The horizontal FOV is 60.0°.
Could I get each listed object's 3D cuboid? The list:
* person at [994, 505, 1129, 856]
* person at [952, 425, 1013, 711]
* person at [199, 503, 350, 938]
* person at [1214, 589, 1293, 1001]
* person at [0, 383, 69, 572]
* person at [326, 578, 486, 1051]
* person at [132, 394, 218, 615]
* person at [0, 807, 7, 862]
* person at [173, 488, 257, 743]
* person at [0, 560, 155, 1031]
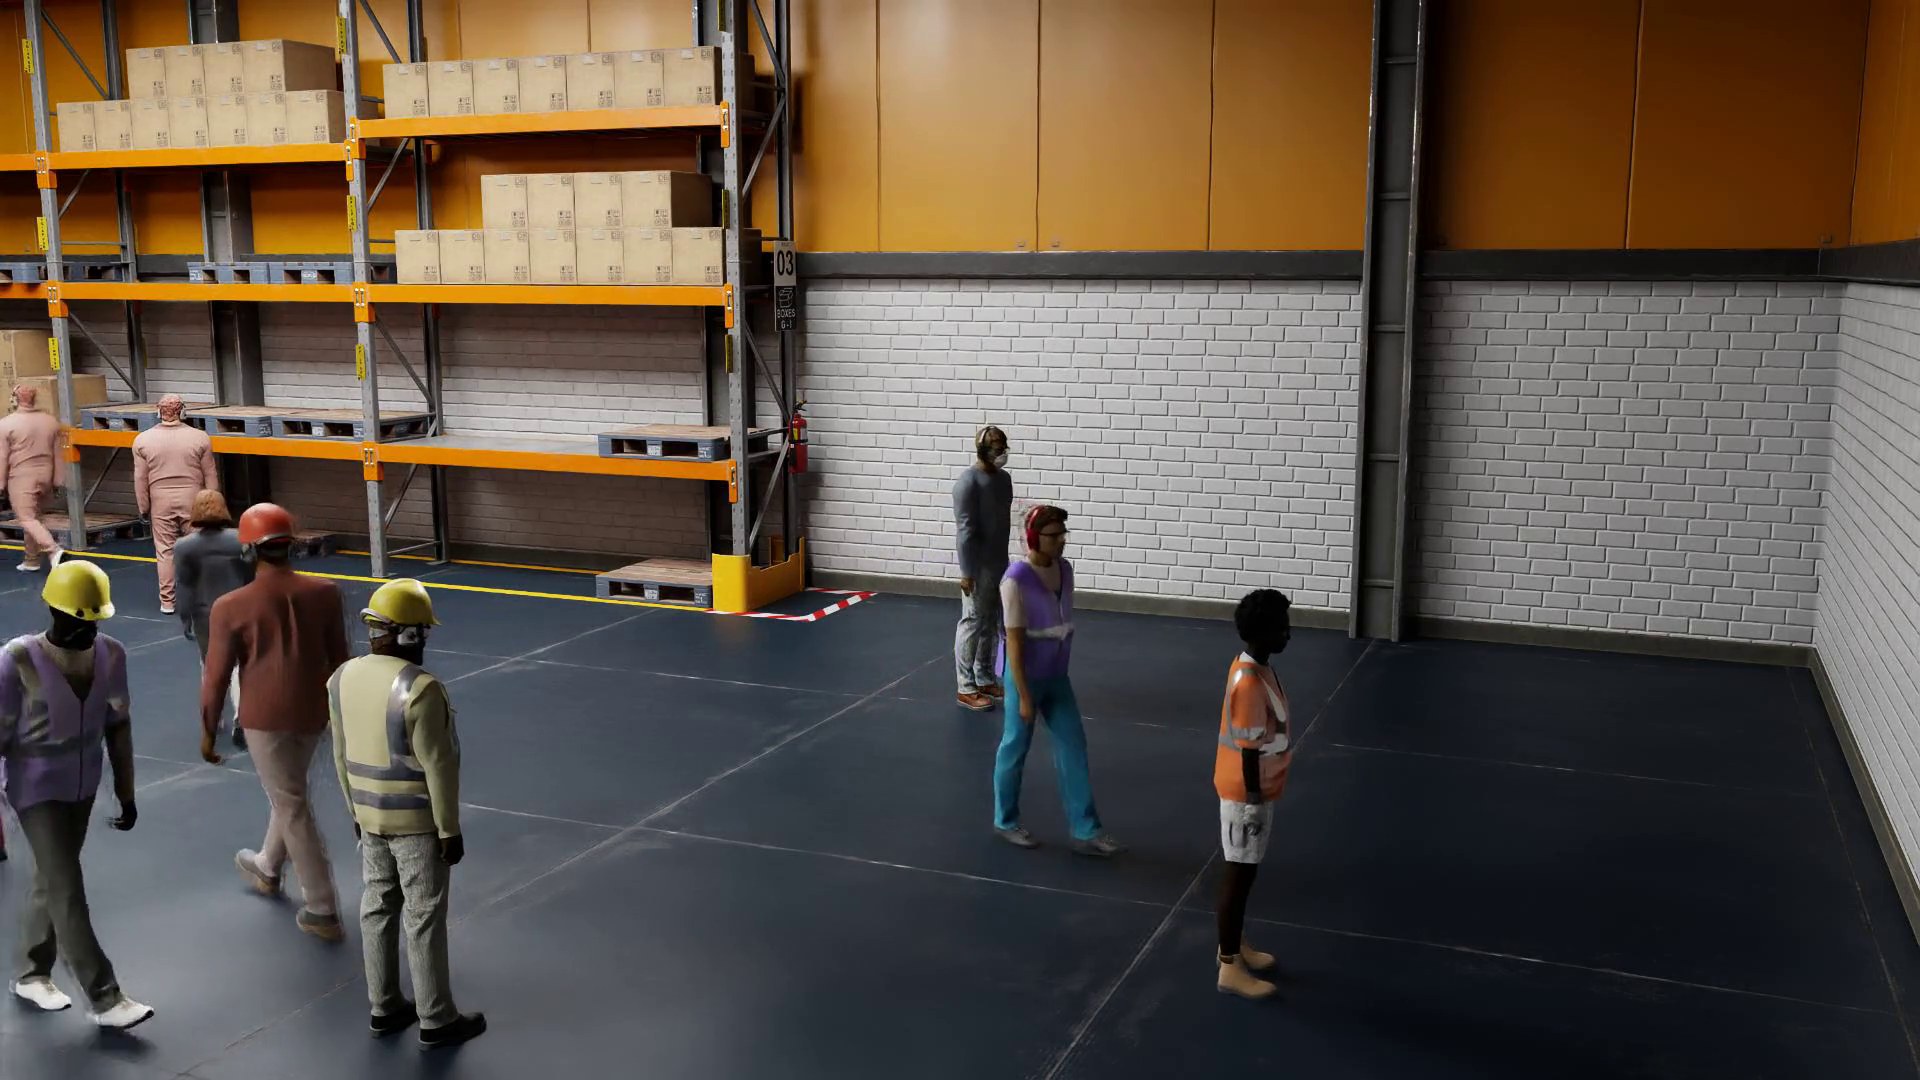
[{"bbox_3d":[0.486,0.730,8.399,0.889,1.804,0.581,8,12,39],"label":"person"},{"bbox_3d":[0.173,0.181,11.358,0.354,1.936,0.635,5,11,29],"label":"person"},{"bbox_3d":[-3.146,0.796,7.623,1.011,1.937,0.644,7,12,38],"label":"person"},{"bbox_3d":[1.216,1.034,6.915,0.317,1.696,0.540,2,10,10],"label":"person"},{"bbox_3d":[-8.984,-0.580,16.142,0.840,1.882,0.640,4,10,22],"label":"person"},{"bbox_3d":[-2.135,1.053,6.425,0.589,1.822,0.403,5,11,30],"label":"person"},{"bbox_3d":[-6.768,-0.306,14.405,0.652,1.906,0.404,-4,10,-21],"label":"person"},{"bbox_3d":[-5.052,0.773,8.320,0.345,1.759,0.535,-9,13,-43],"label":"person"},{"bbox_3d":[-4.703,0.475,10.578,0.497,1.607,0.715,-4,10,-23],"label":"person"},{"bbox_3d":[-3.490,1.006,6.575,0.935,1.863,0.640,3,10,19],"label":"person"}]
